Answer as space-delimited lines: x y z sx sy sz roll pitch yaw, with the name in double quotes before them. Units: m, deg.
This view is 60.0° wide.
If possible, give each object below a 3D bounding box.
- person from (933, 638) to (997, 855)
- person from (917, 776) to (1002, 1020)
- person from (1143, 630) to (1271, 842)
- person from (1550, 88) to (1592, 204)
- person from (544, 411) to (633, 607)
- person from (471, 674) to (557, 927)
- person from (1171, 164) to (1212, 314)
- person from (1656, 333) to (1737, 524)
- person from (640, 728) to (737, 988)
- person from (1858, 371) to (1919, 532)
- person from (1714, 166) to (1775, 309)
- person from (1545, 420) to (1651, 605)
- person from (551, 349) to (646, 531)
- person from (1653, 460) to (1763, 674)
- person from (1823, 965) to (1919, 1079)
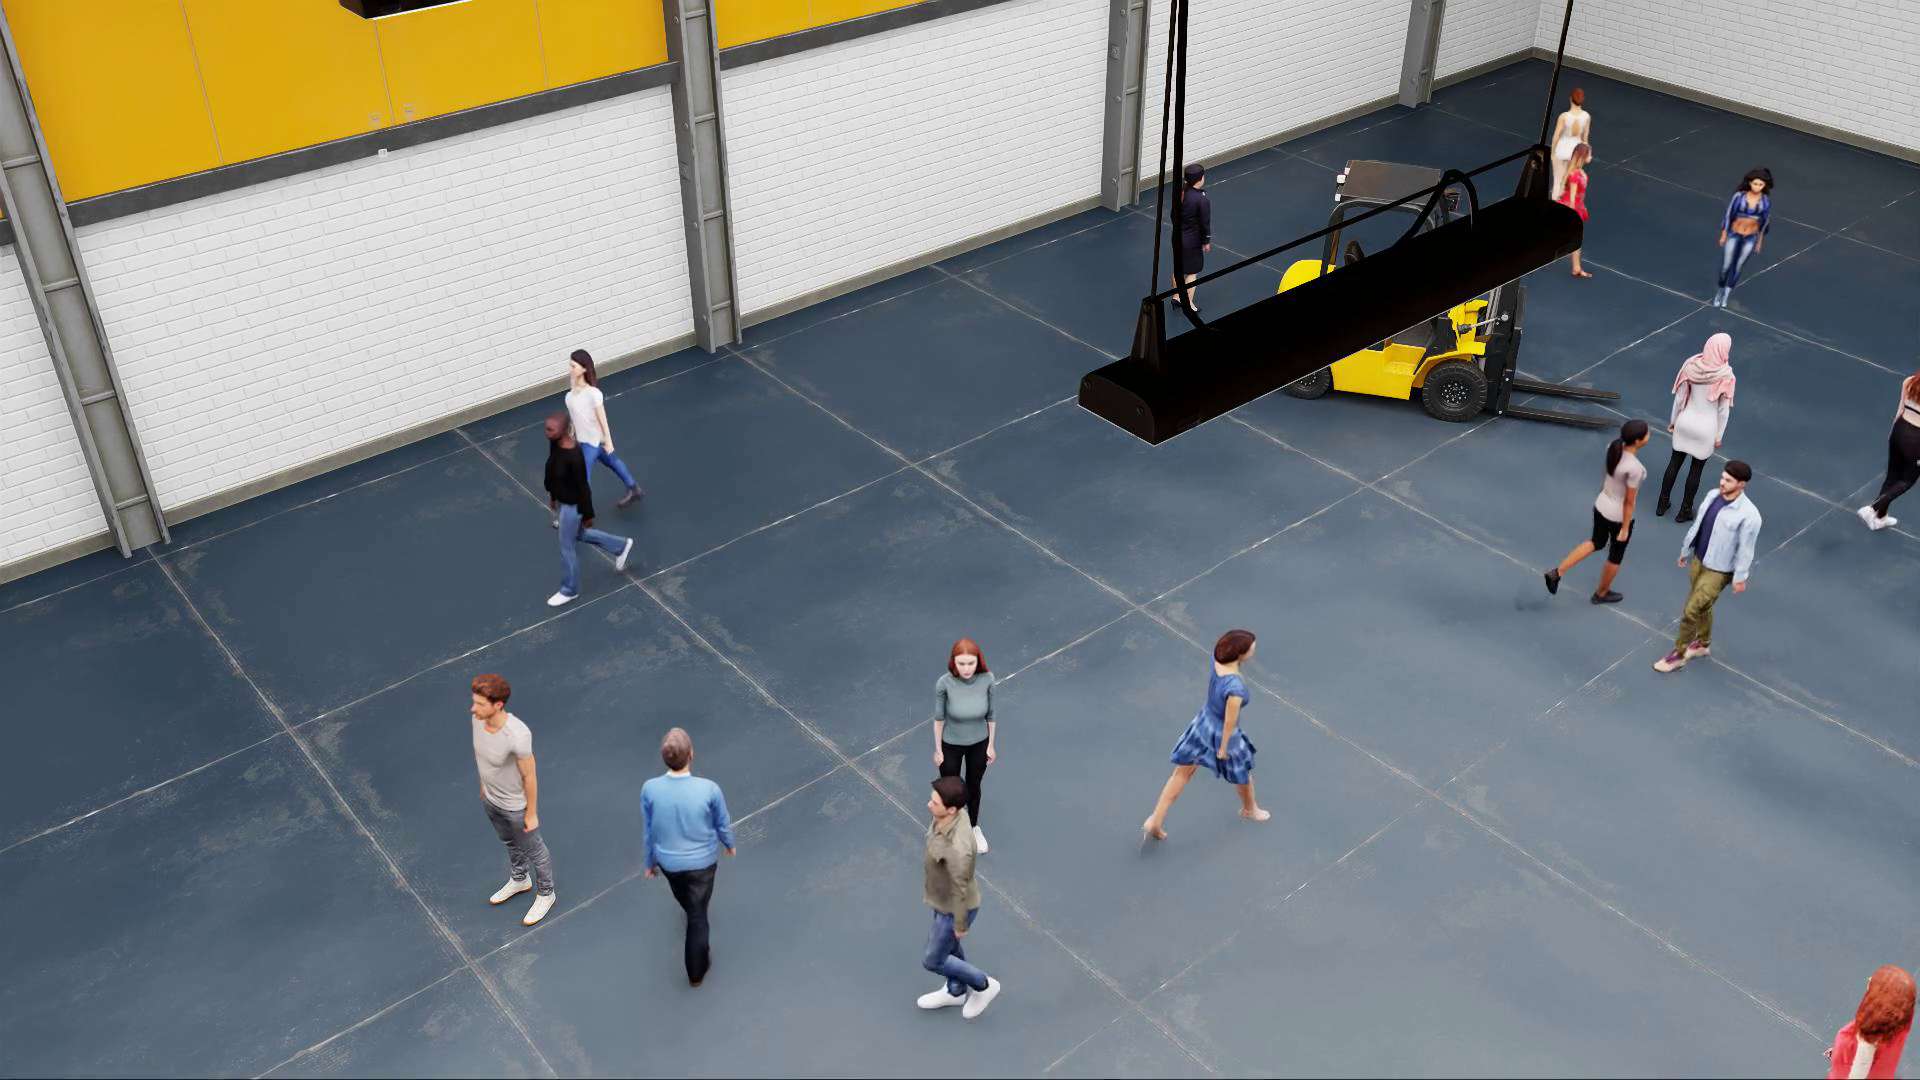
"person" 0.029 1.365 11.007 0.631 1.743 0.727 -6 34 -8
"person" 0.040 2.100 9.801 0.919 1.855 0.869 -4 34 -6
"person" 1.623 1.356 11.017 1.271 1.746 0.907 -13 36 -19
"person" 7.383 -4.637 20.135 0.674 1.633 0.746 0 34 0
"person" -3.094 -0.316 13.554 1.080 1.723 0.635 -23 40 -30
"person" -2.839 1.605 10.505 0.711 1.898 0.638 23 40 30
"person" 2.476 -3.249 18.014 0.607 1.671 0.680 -24 40 -31
"person" 6.418 -0.984 14.486 0.604 1.804 0.647 -29 43 -36
"person" -1.673 1.970 10.064 1.083 1.780 1.135 2 34 3
"person" 8.080 -0.808 14.287 0.887 1.732 0.716 -14 36 -20
"person" 8.529 -3.318 18.172 0.753 1.610 0.789 9 35 14
"person" 5.168 -0.196 13.368 1.046 1.729 0.868 -7 34 -10
"person" -3.121 -0.894 14.501 1.151 1.637 0.675 -21 39 -29
"person" 5.833 0.189 12.729 0.975 1.794 0.896 -8 34 -11
"person" 4.707 2.950 8.598 1.128 1.770 0.775 -19 38 -26
